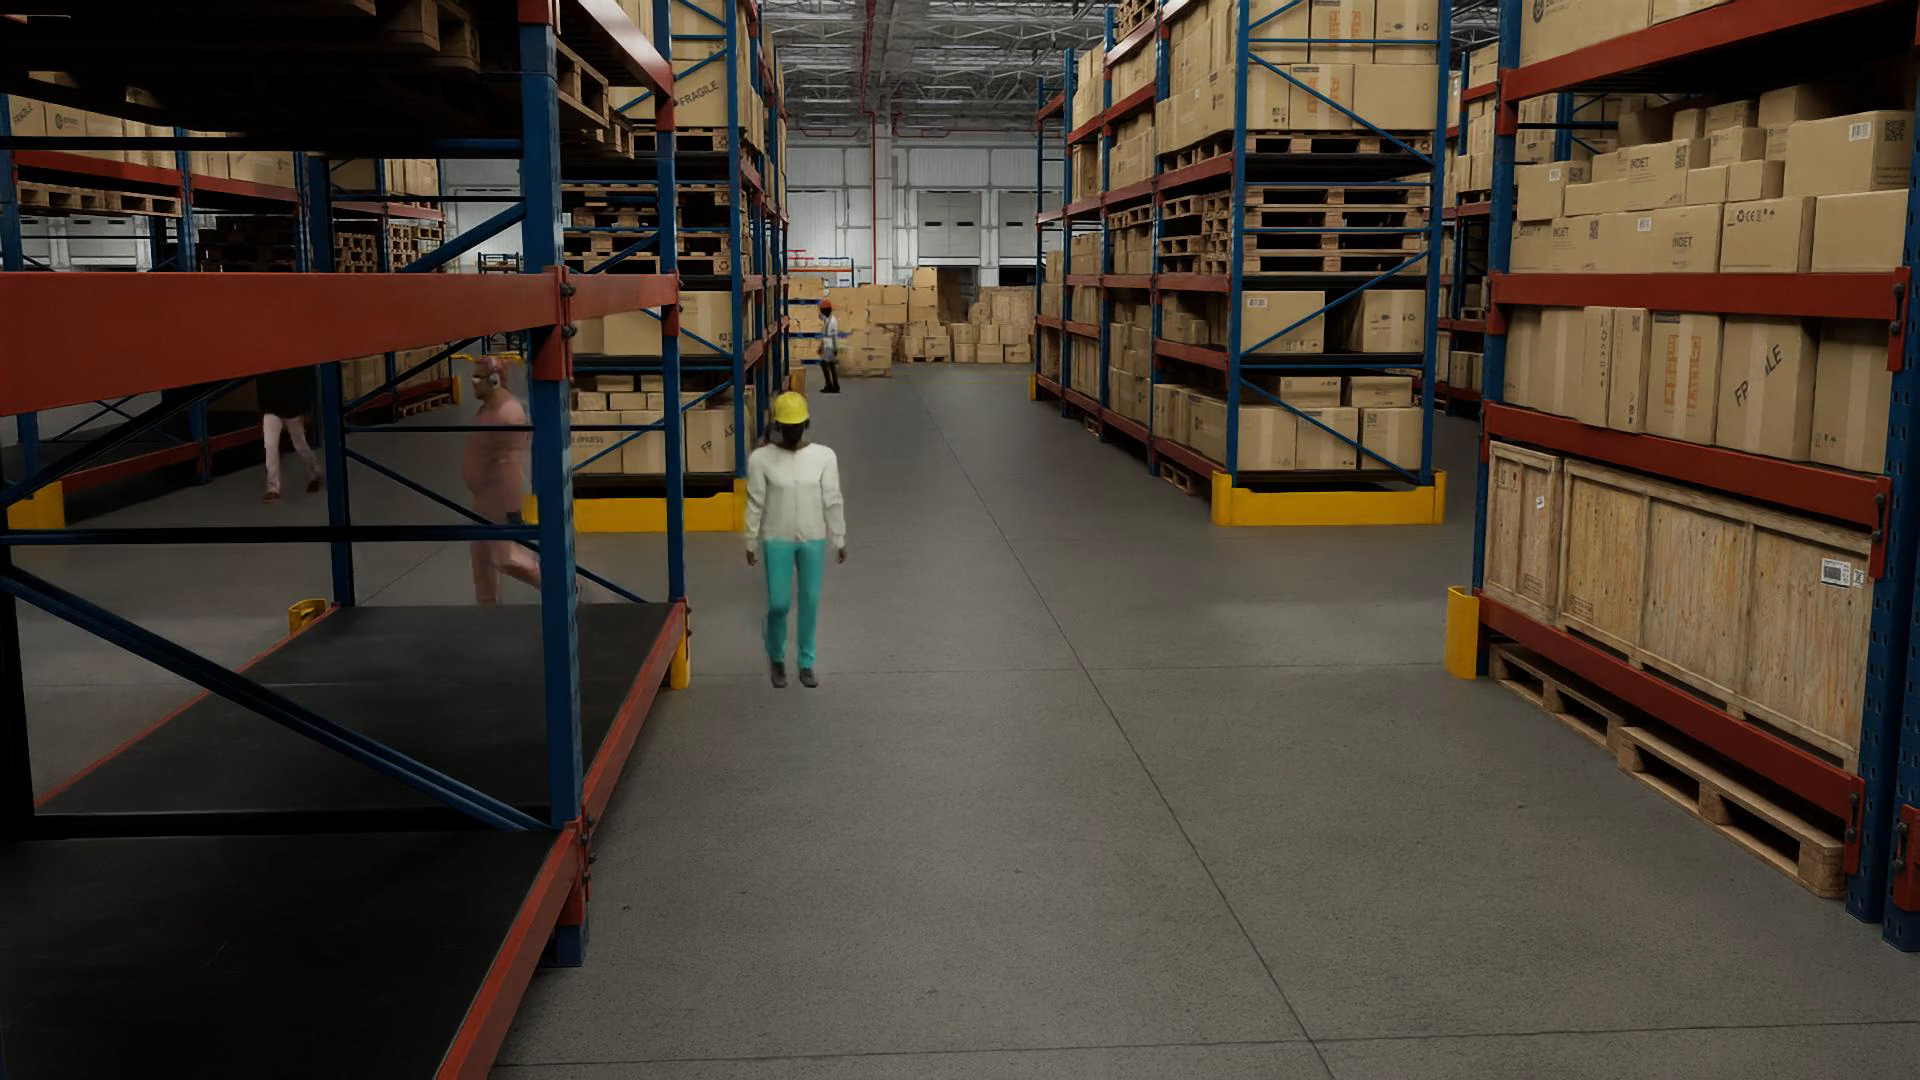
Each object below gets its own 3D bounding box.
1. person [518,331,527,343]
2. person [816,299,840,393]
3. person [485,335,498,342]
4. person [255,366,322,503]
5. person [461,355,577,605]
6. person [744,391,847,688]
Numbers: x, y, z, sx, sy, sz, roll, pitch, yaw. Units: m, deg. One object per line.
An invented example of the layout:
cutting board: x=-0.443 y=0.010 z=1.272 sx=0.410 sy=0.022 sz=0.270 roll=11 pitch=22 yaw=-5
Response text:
person: x=-14.777 y=-7.674 z=56.945 sx=0.544 sy=2.000 sz=0.714 roll=-4 pitch=10 yaw=-24
person: x=-2.717 y=-3.937 z=33.887 sx=0.620 sy=1.911 sz=0.549 roll=-2 pitch=9 yaw=-12
person: x=-16.982 y=-8.122 z=60.043 sx=0.618 sy=1.945 sz=0.395 roll=8 pitch=12 yaw=40
person: x=-7.244 y=-1.412 z=17.915 sx=0.625 sy=1.960 sz=0.976 roll=1 pitch=9 yaw=4
person: x=-3.007 y=-0.288 z=11.064 sx=0.749 sy=1.886 sz=0.650 roll=-5 pitch=10 yaw=-27
person: x=-0.956 y=0.007 z=9.636 sx=0.557 sy=1.746 sz=0.427 roll=-3 pitch=10 yaw=-18
